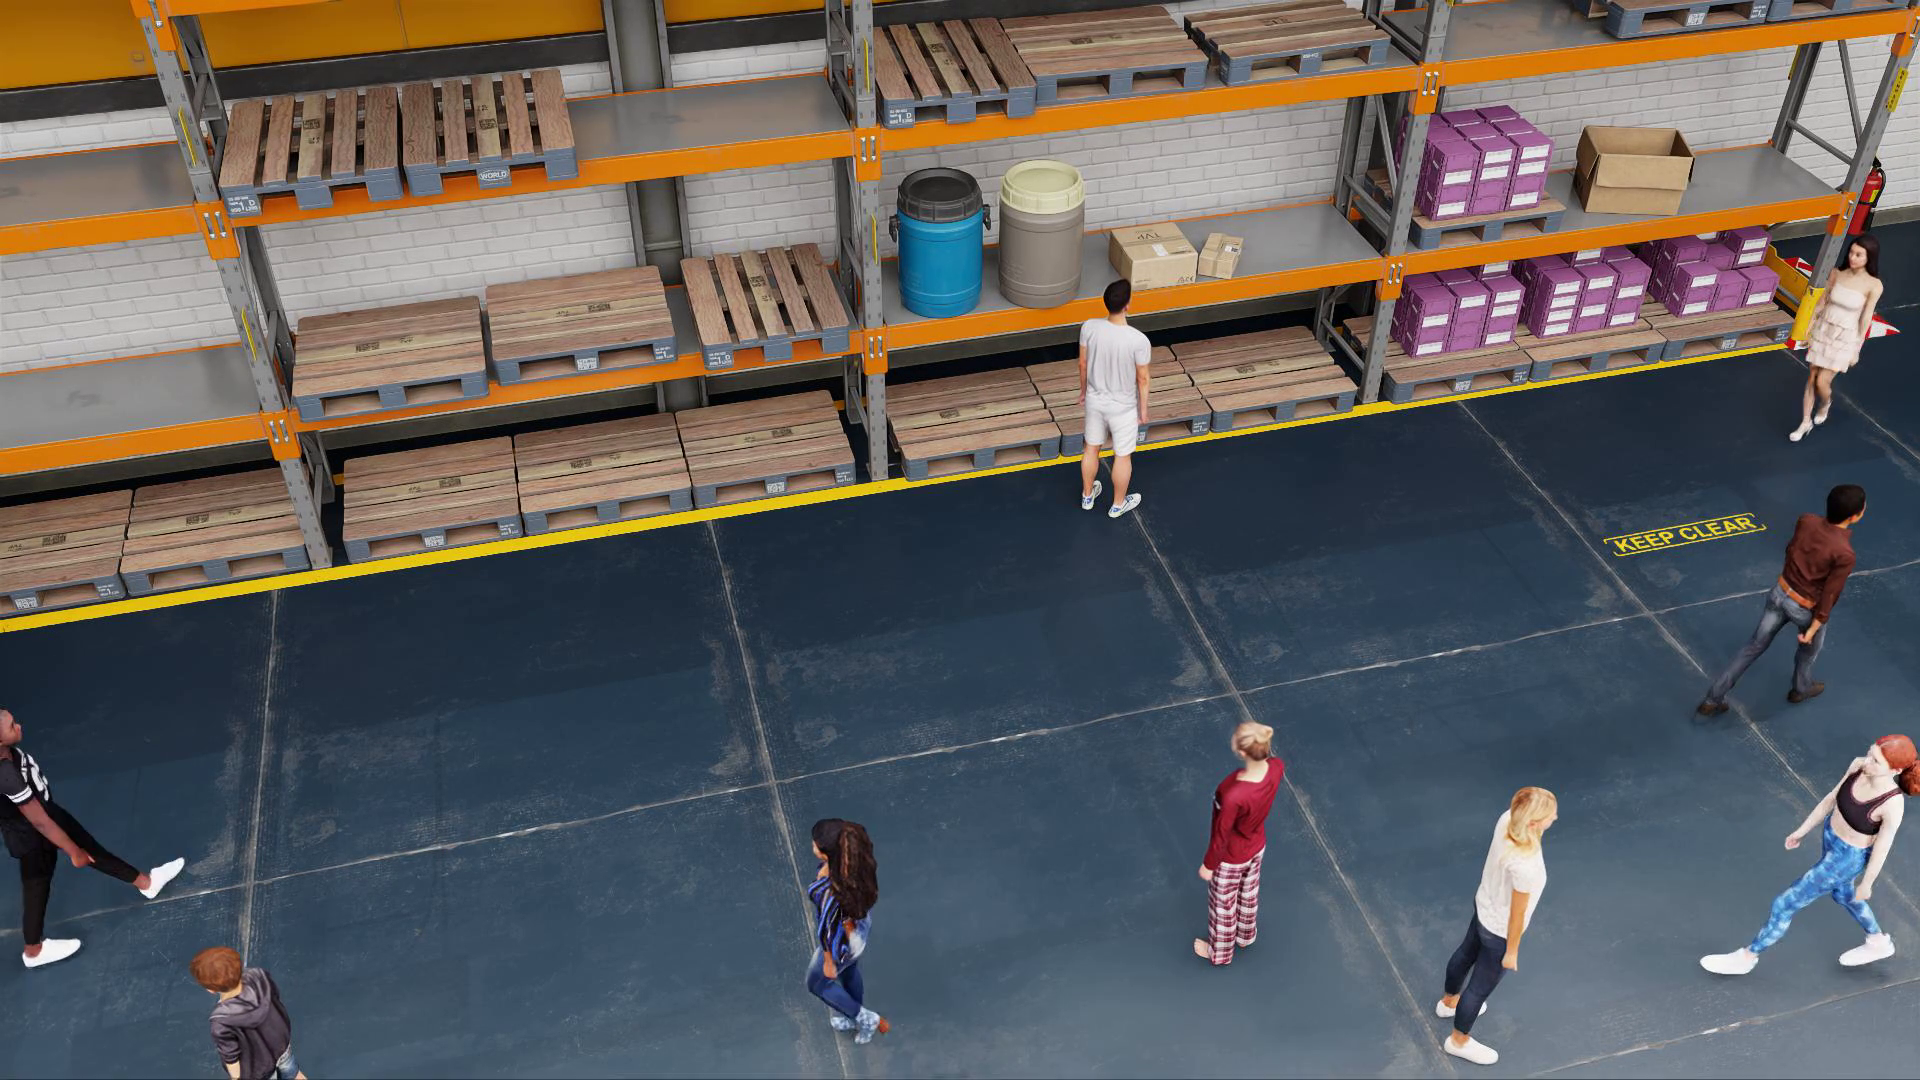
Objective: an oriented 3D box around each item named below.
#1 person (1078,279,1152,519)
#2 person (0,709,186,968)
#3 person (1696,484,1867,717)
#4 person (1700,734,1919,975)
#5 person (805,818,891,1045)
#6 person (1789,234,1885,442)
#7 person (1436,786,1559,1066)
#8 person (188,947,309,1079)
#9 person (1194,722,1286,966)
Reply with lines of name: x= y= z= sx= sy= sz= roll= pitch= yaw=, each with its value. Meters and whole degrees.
person: x=1.055 y=-0.985 z=11.625 sx=0.747 sy=1.852 sz=0.807 roll=20 pitch=43 yaw=23
person: x=-4.835 y=1.565 z=8.563 sx=1.219 sy=1.690 sz=0.910 roll=-24 pitch=45 yaw=-27
person: x=4.938 y=0.410 z=9.971 sx=1.192 sy=1.738 sz=0.768 roll=-15 pitch=41 yaw=-18
person: x=4.549 y=1.631 z=8.450 sx=1.291 sy=1.738 sz=0.836 roll=2 pitch=39 yaw=3
person: x=-0.509 y=1.961 z=8.130 sx=0.796 sy=1.611 sz=0.758 roll=10 pitch=40 yaw=13
person: x=6.550 y=-1.490 z=12.364 sx=0.756 sy=1.720 sz=0.692 roll=-22 pitch=44 yaw=-26
person: x=2.615 y=1.846 z=8.116 sx=0.605 sy=1.808 sz=0.665 roll=2 pitch=39 yaw=3
person: x=-3.264 y=2.377 z=7.737 sx=0.660 sy=1.451 sz=0.624 roll=11 pitch=40 yaw=14
person: x=1.435 y=1.554 z=8.560 sx=0.743 sy=1.710 sz=0.616 roll=32 pitch=48 yaw=33
